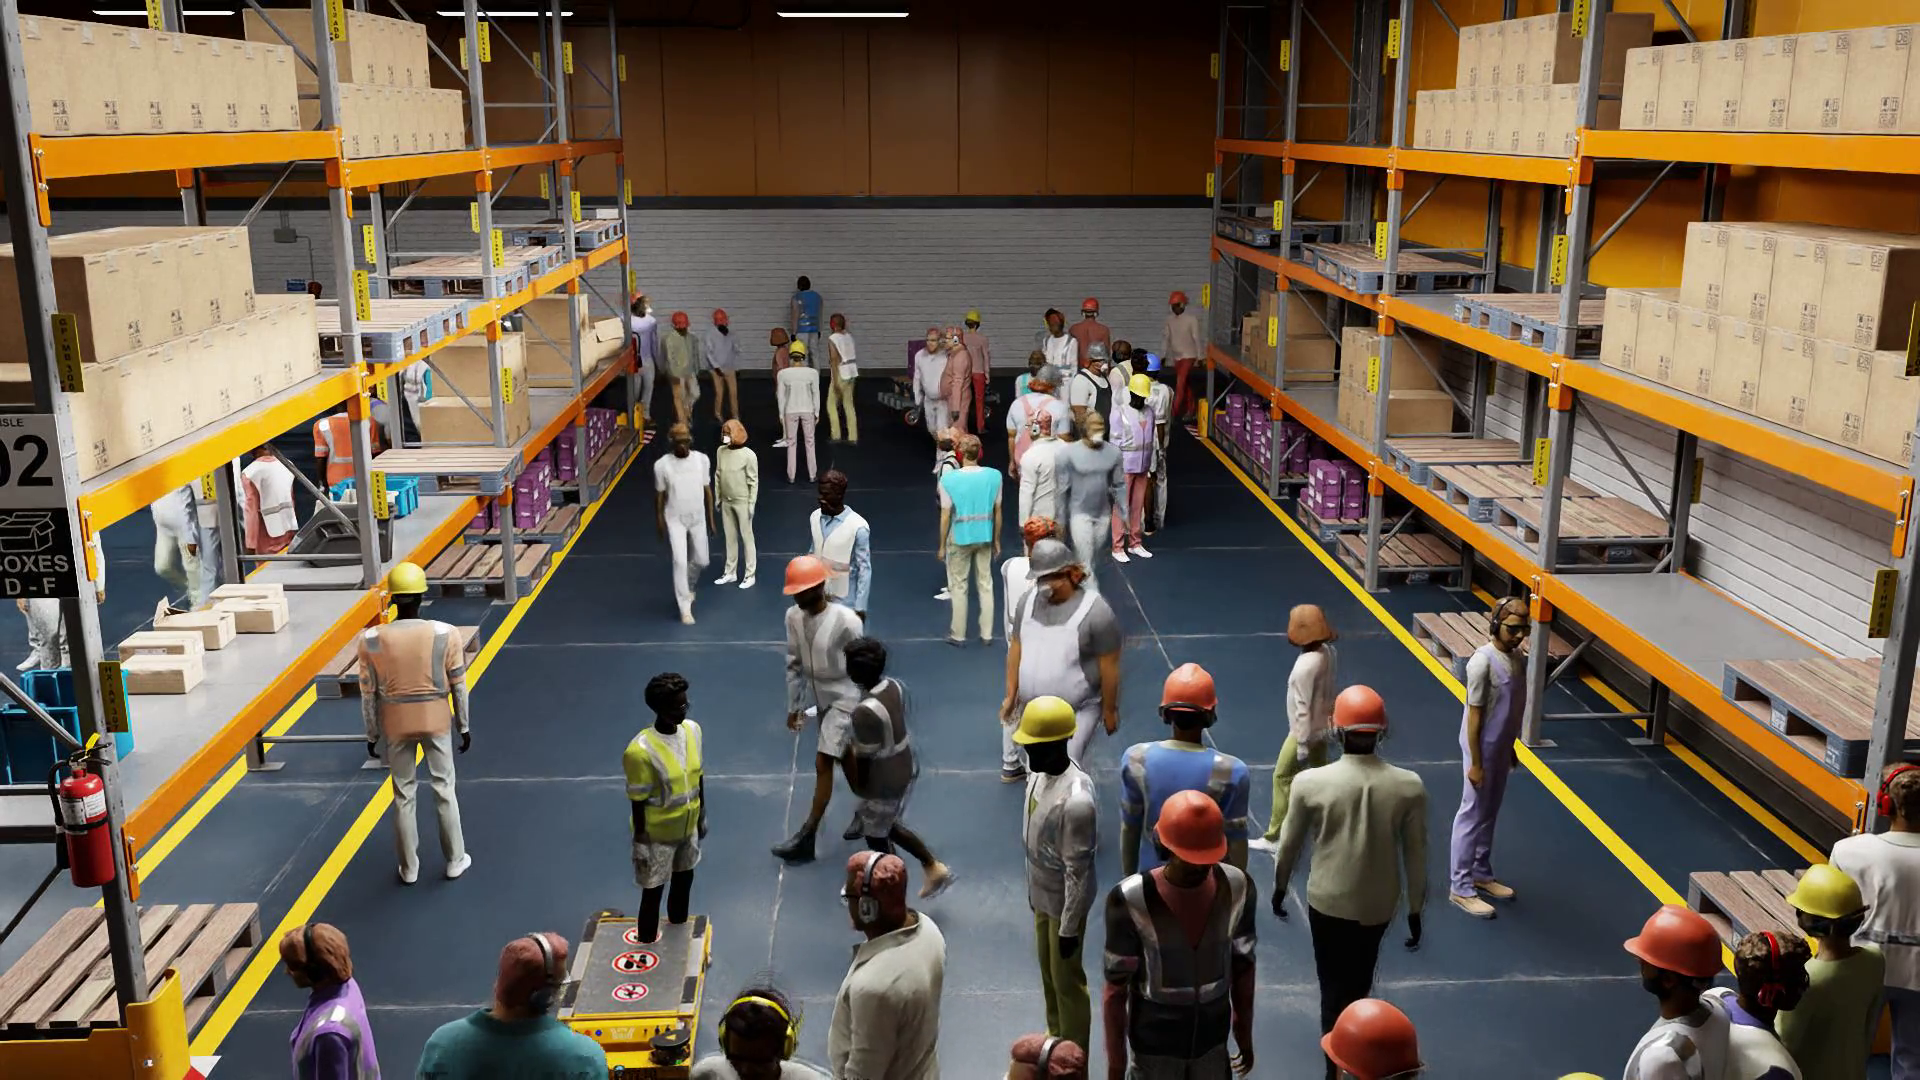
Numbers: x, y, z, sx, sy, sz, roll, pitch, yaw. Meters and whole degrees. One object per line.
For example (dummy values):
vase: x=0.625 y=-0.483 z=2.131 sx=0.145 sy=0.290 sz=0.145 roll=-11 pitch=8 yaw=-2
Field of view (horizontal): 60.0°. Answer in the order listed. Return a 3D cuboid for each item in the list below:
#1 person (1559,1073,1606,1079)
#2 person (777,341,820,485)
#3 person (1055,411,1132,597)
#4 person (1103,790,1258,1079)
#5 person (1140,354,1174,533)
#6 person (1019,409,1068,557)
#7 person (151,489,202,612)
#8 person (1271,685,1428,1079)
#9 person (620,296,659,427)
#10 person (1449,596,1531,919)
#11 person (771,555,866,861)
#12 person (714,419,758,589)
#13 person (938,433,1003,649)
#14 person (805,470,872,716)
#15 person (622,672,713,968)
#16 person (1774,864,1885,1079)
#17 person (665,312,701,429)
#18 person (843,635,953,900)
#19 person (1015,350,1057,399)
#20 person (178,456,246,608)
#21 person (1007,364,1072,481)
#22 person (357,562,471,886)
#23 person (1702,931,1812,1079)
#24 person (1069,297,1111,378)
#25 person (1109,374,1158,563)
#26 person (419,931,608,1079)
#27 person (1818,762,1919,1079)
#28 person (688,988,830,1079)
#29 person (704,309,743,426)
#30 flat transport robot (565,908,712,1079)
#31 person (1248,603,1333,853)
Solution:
person: x=1.690 y=2.360 z=4.706 sx=0.583 sy=1.918 sz=0.394 roll=2 pitch=14 yaw=7
person: x=-1.970 y=-1.555 z=20.371 sx=0.522 sy=1.769 sz=0.312 roll=-2 pitch=14 yaw=-6
person: x=1.206 y=-0.187 z=14.704 sx=0.661 sy=1.901 sz=0.819 roll=-6 pitch=16 yaw=-23
person: x=0.844 y=1.892 z=6.321 sx=0.611 sy=2.032 sz=0.411 roll=-4 pitch=15 yaw=-14
person: x=2.053 y=-1.043 z=17.996 sx=0.389 sy=1.948 sz=0.602 roll=13 pitch=20 yaw=42
person: x=0.728 y=-0.234 z=14.931 sx=0.399 sy=1.900 sz=0.647 roll=12 pitch=19 yaw=40
person: x=-6.941 y=-0.103 z=14.723 sx=0.581 sy=1.736 sz=0.406 roll=4 pitch=15 yaw=14
person: x=1.763 y=1.596 z=7.649 sx=0.646 sy=1.933 sz=1.036 roll=-1 pitch=14 yaw=-3
person: x=-4.634 y=-2.598 z=24.191 sx=0.672 sy=1.897 sz=0.483 roll=-13 pitch=19 yaw=-42
person: x=3.012 y=1.202 z=9.399 sx=0.351 sy=1.842 sz=0.507 roll=13 pitch=19 yaw=42
person: x=-0.852 y=1.003 z=10.117 sx=0.543 sy=1.874 sz=0.936 roll=14 pitch=20 yaw=43
person: x=-2.145 y=-0.350 z=15.903 sx=0.498 sy=1.634 sz=0.278 roll=9 pitch=17 yaw=32
person: x=0.099 y=0.019 z=14.042 sx=0.569 sy=1.840 sz=0.376 roll=-6 pitch=15 yaw=-22
person: x=-0.899 y=0.416 z=12.328 sx=0.598 sy=1.917 sz=0.378 roll=13 pitch=20 yaw=42
person: x=-1.506 y=1.484 z=8.599 sx=0.321 sy=1.689 sz=0.532 roll=10 pitch=17 yaw=33
person: x=3.187 y=2.051 z=6.236 sx=0.529 sy=1.761 sz=0.338 roll=-6 pitch=16 yaw=-23
person: x=-3.955 y=-2.428 z=23.884 sx=0.422 sy=1.720 sz=0.585 roll=10 pitch=18 yaw=35
person: x=-0.378 y=1.333 z=9.208 sx=0.504 sy=1.680 sz=0.546 roll=3 pitch=15 yaw=12
person: x=0.892 y=-1.320 z=19.347 sx=0.532 sy=1.827 sz=0.751 roll=6 pitch=16 yaw=23
person: x=-6.440 y=-0.099 z=14.382 sx=0.401 sy=1.908 sz=0.598 roll=9 pitch=17 yaw=31
person: x=0.788 y=-0.807 z=16.887 sx=0.755 sy=2.000 sz=0.699 roll=9 pitch=17 yaw=33
person: x=-3.176 y=1.074 z=9.736 sx=0.594 sy=1.922 sz=0.384 roll=-4 pitch=15 yaw=-14
person: x=2.597 y=2.167 z=5.599 sx=0.390 sy=1.846 sz=0.565 roll=0 pitch=14 yaw=1
person: x=1.805 y=-2.372 z=23.127 sx=0.620 sy=1.990 sz=0.399 roll=5 pitch=15 yaw=20
person: x=1.770 y=-0.737 z=16.858 sx=0.585 sy=1.917 sz=0.382 roll=-10 pitch=18 yaw=-35
person: x=-1.457 y=2.193 z=5.468 sx=0.673 sy=1.864 sz=0.867 roll=2 pitch=14 yaw=9
person: x=3.879 y=1.829 z=6.947 sx=0.562 sy=1.835 sz=0.402 roll=4 pitch=15 yaw=14
person: x=-0.650 y=2.240 z=5.353 sx=0.572 sy=1.826 sz=0.666 roll=2 pitch=14 yaw=8
person: x=-3.416 y=-2.498 z=24.174 sx=0.570 sy=1.716 sz=0.429 roll=-8 pitch=16 yaw=-28
flat transport robot: x=-1.632 y=2.255 z=8.394 sx=0.652 sy=0.197 sz=1.431 roll=-1 pitch=14 yaw=-4
person: x=2.155 y=1.166 z=10.017 sx=0.761 sy=1.609 sz=0.510 roll=8 pitch=16 yaw=28
